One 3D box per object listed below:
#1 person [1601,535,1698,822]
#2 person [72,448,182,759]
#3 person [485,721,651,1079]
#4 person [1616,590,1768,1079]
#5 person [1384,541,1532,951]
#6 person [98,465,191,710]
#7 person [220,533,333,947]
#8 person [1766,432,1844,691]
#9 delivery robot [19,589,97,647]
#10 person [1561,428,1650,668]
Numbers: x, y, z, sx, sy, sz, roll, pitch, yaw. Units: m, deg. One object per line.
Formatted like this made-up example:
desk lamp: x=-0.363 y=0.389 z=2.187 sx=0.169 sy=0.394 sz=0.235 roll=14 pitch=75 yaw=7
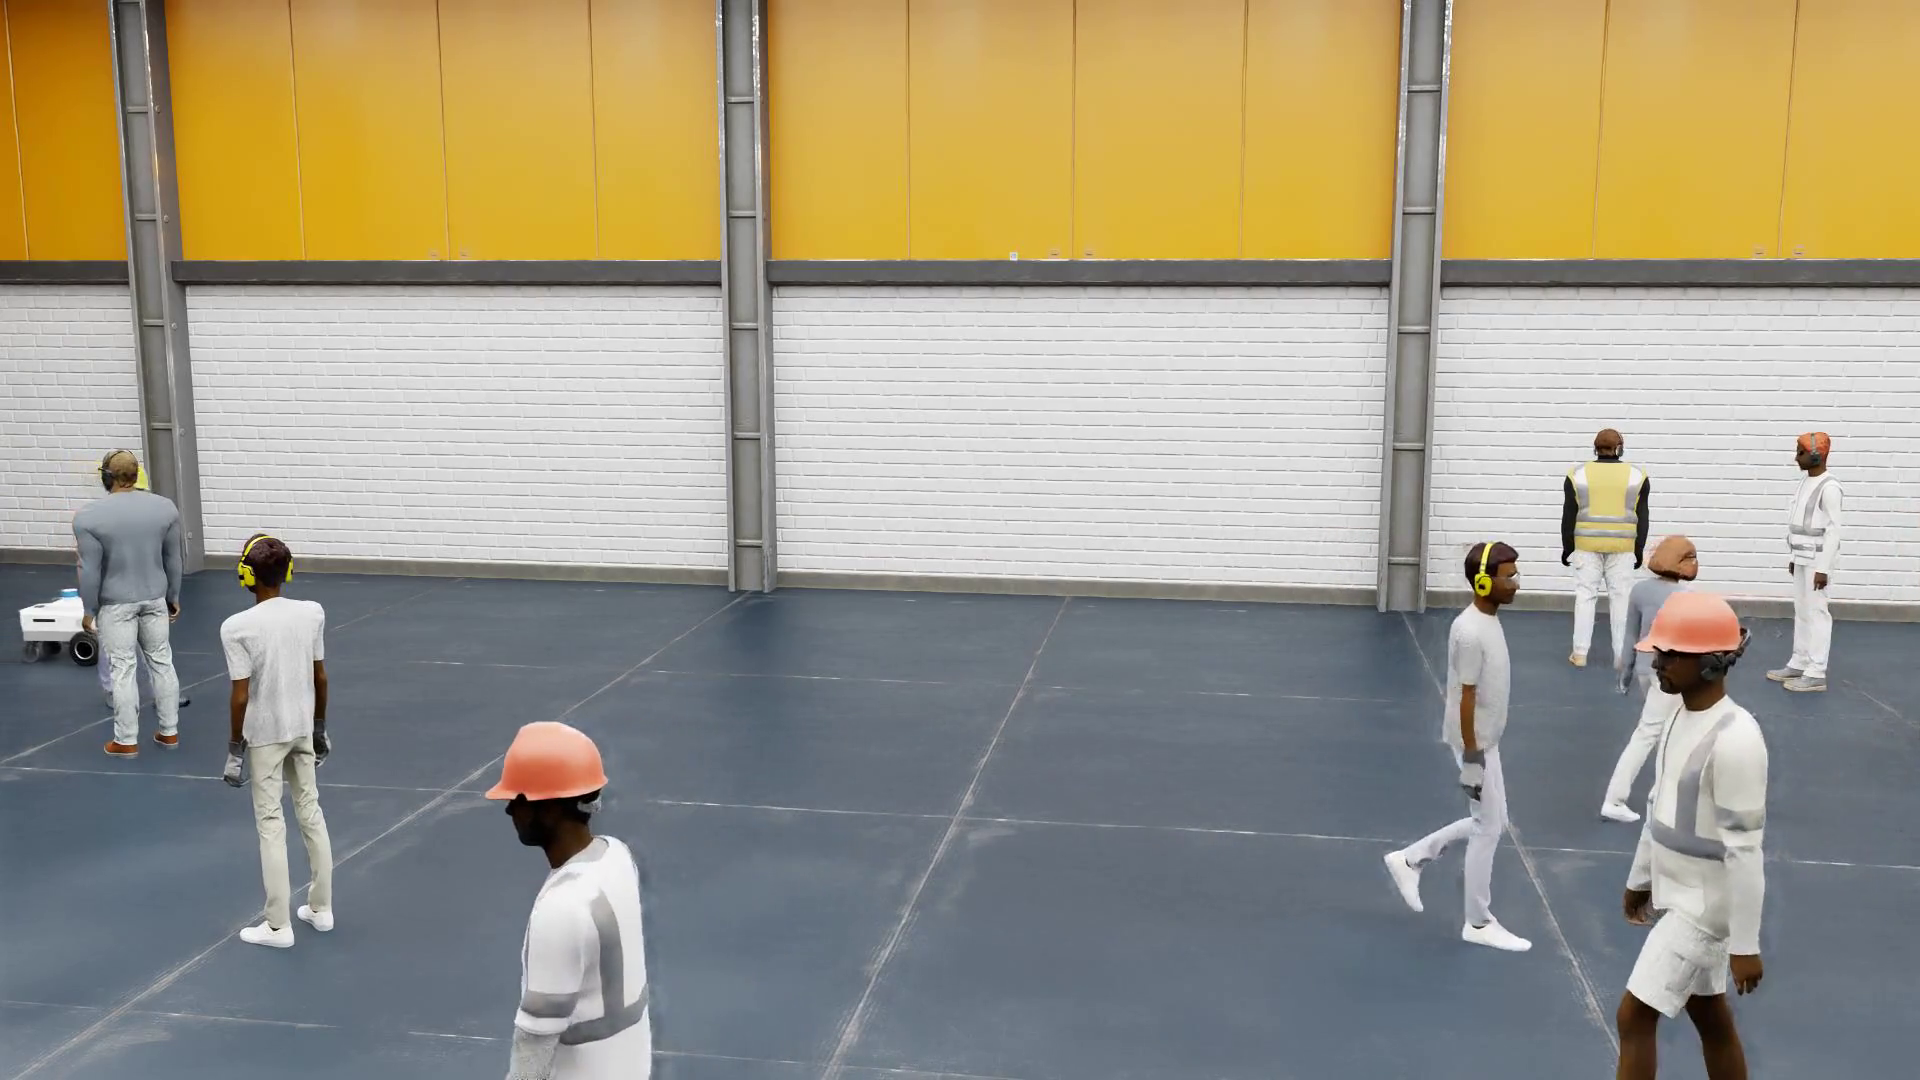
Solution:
person: x=3.911 y=0.757 z=9.231 sx=0.897 sy=1.583 sz=0.501 roll=-3 pitch=10 yaw=-19
person: x=-5.172 y=0.394 z=10.383 sx=0.372 sy=1.940 sz=0.630 roll=8 pitch=12 yaw=39
person: x=-1.068 y=1.403 z=4.298 sx=0.977 sy=1.886 sz=0.568 roll=0 pitch=9 yaw=-2
person: x=2.252 y=1.158 z=5.418 sx=0.878 sy=2.013 sz=0.648 roll=2 pitch=9 yaw=10
person: x=2.266 y=0.911 z=7.461 sx=0.602 sy=1.855 sz=0.516 roll=5 pitch=10 yaw=28
person: x=-5.654 y=0.345 z=11.327 sx=0.867 sy=1.713 sz=0.542 roll=8 pitch=12 yaw=40
person: x=-3.076 y=0.896 z=7.494 sx=0.328 sy=1.872 sz=0.512 roll=6 pitch=11 yaw=32
person: x=6.155 y=0.153 z=12.033 sx=0.362 sy=1.886 sz=0.576 roll=1 pitch=9 yaw=8
delivery robot: x=-6.905 y=0.623 z=12.935 sx=0.707 sy=0.478 sz=0.477 roll=1 pitch=9 yaw=4
person: x=4.923 y=0.062 z=12.729 sx=0.623 sy=1.845 sz=0.430 roll=3 pitch=10 yaw=19
